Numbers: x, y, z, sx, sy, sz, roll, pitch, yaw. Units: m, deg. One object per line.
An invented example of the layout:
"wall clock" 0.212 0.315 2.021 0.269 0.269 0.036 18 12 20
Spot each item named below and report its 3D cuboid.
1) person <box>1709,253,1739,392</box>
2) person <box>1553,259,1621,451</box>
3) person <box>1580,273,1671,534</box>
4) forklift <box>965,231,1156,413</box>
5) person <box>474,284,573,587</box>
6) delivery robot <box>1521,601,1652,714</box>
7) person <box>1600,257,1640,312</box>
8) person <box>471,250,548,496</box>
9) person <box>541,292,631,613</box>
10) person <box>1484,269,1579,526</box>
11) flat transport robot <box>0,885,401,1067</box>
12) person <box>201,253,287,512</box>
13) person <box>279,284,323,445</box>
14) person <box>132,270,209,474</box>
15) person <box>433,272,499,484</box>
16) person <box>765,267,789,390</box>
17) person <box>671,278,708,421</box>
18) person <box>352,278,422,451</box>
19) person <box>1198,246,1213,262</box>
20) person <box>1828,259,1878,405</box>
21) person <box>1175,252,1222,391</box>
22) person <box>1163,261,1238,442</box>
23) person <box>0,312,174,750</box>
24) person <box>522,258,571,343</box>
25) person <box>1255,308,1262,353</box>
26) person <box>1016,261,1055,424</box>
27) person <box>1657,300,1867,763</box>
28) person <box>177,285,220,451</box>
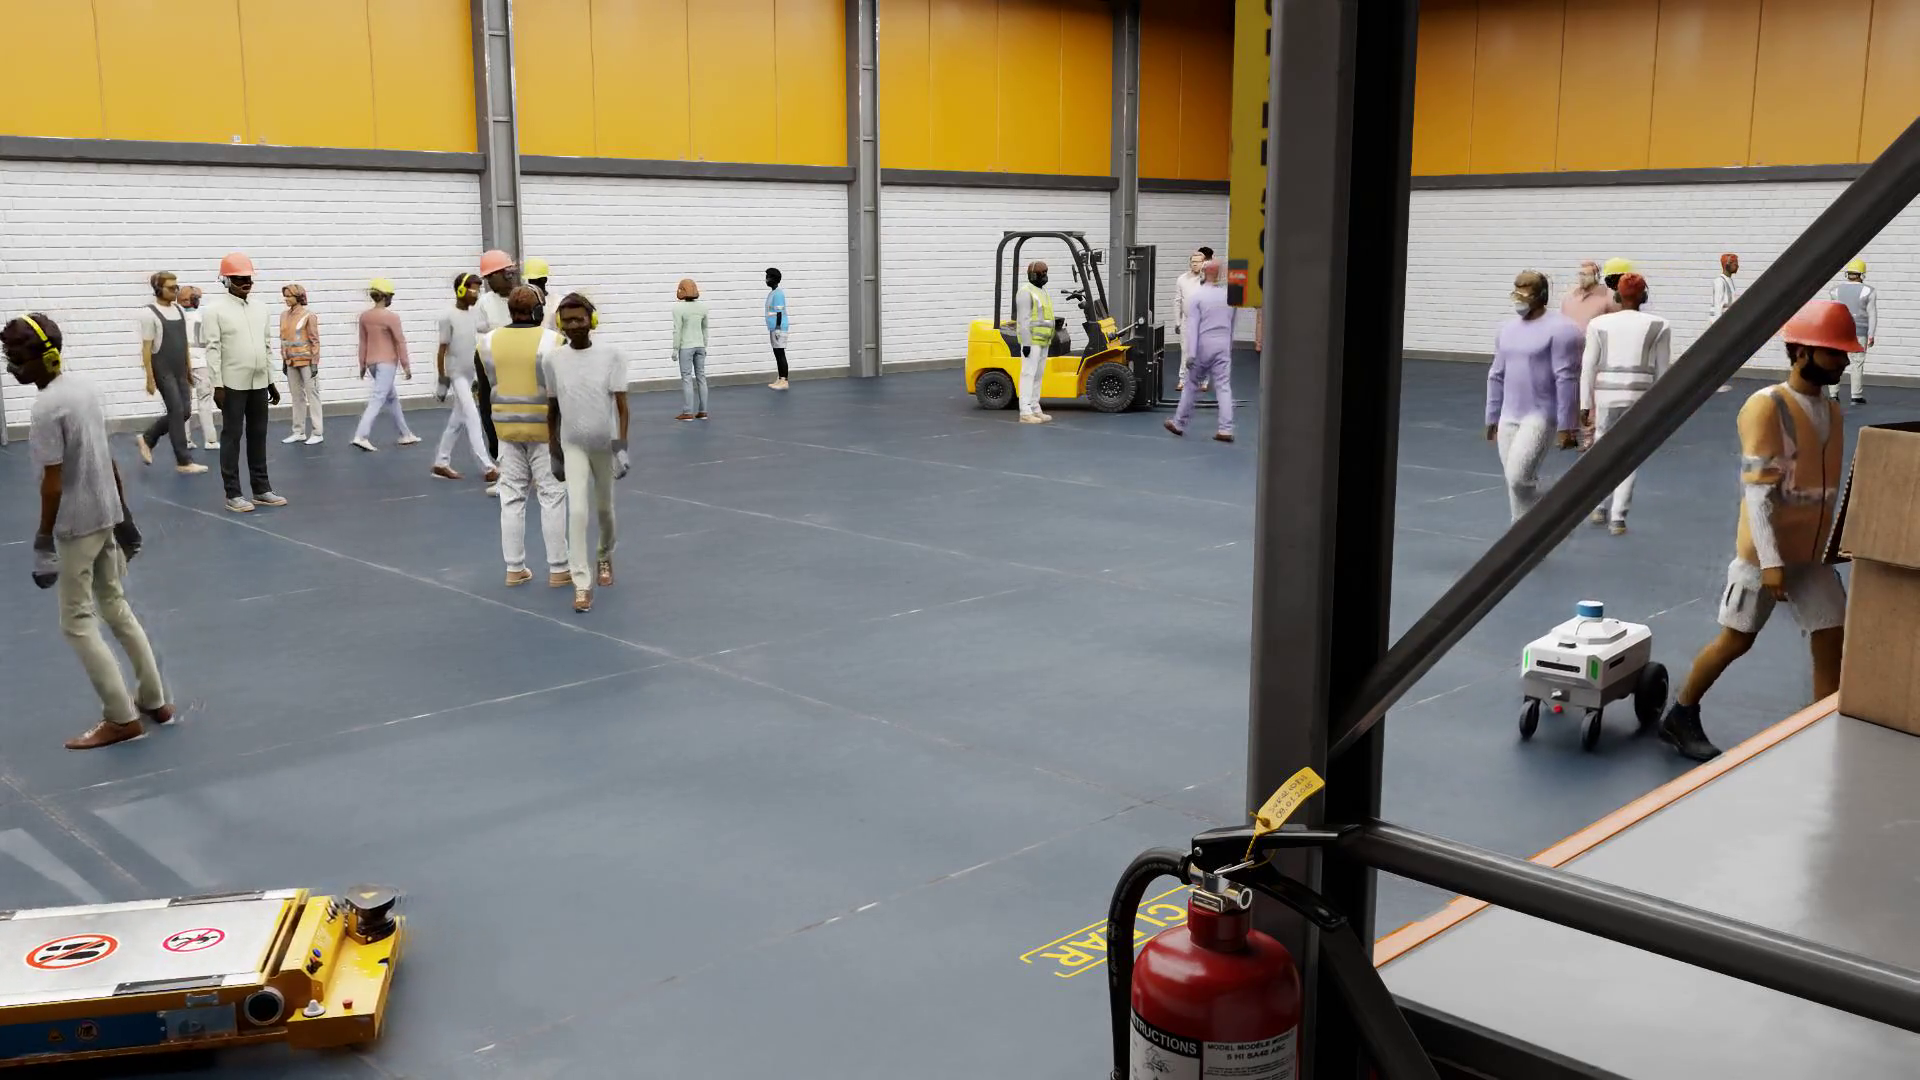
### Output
"person" 10.452 -2.971 22.771 0.346 1.883 0.584 7 13 35
"person" 6.208 -1.838 16.544 0.403 1.907 0.652 -8 13 -39
"person" 4.837 -0.997 12.094 0.590 1.851 0.781 5 12 27
"forklift" 1.222 -2.721 20.561 2.313 2.155 1.214 2 11 13
"person" -2.595 -0.627 10.107 0.626 1.844 0.429 2 11 9
"delivery robot" 2.709 0.507 7.180 0.477 0.478 0.707 9 14 39
"person" 6.686 -1.903 16.891 0.478 1.905 0.620 1 10 4
"person" -3.664 -1.340 13.545 0.710 2.003 0.555 2 11 13
"person" -2.184 -0.553 9.786 0.496 1.818 0.986 -2 11 -10
"person" 3.598 -0.759 10.616 0.456 1.918 0.662 -5 11 -25
"flat transport robot" -2.296 1.189 4.492 1.431 0.197 0.652 -2 11 -12
"person" -5.574 -1.226 12.957 0.382 1.995 0.612 5 11 25
"person" -6.744 -1.795 17.021 0.515 1.641 0.315 6 12 28
"person" -7.137 -1.498 14.902 0.718 1.829 0.528 2 11 12
"person" -4.261 -1.396 14.383 0.946 1.814 0.494 3 11 17
"person" -2.545 -2.929 23.079 0.321 1.690 0.536 -3 11 -17
"person" -3.121 -2.199 19.239 0.280 1.636 0.500 9 14 41
"person" -5.793 -1.759 16.655 0.545 1.713 0.949 5 12 27
"person" 3.798 -3.640 26.237 0.399 1.955 0.607 5 11 25
"person" 11.266 -2.623 21.015 0.404 1.833 0.590 -10 14 -43
"person" 3.245 -2.986 22.792 0.643 1.908 0.399 4 11 21
"person" 2.562 -1.978 17.422 0.681 1.855 0.982 -5 12 -26
"person" -3.641 -0.042 6.968 0.407 1.826 0.706 -1 10 -3
"person" -3.895 -1.658 15.500 0.594 1.922 0.385 1 10 4
"person" 5.598 -4.327 30.109 0.642 1.908 0.409 9 14 40
"person" 0.870 -2.255 18.984 0.429 1.841 0.634 5 11 25
"person" 3.212 0.018 6.467 0.554 1.899 0.954 -4 11 -23
"person" -7.612 -1.701 16.521 0.517 1.636 0.314 2 11 8
